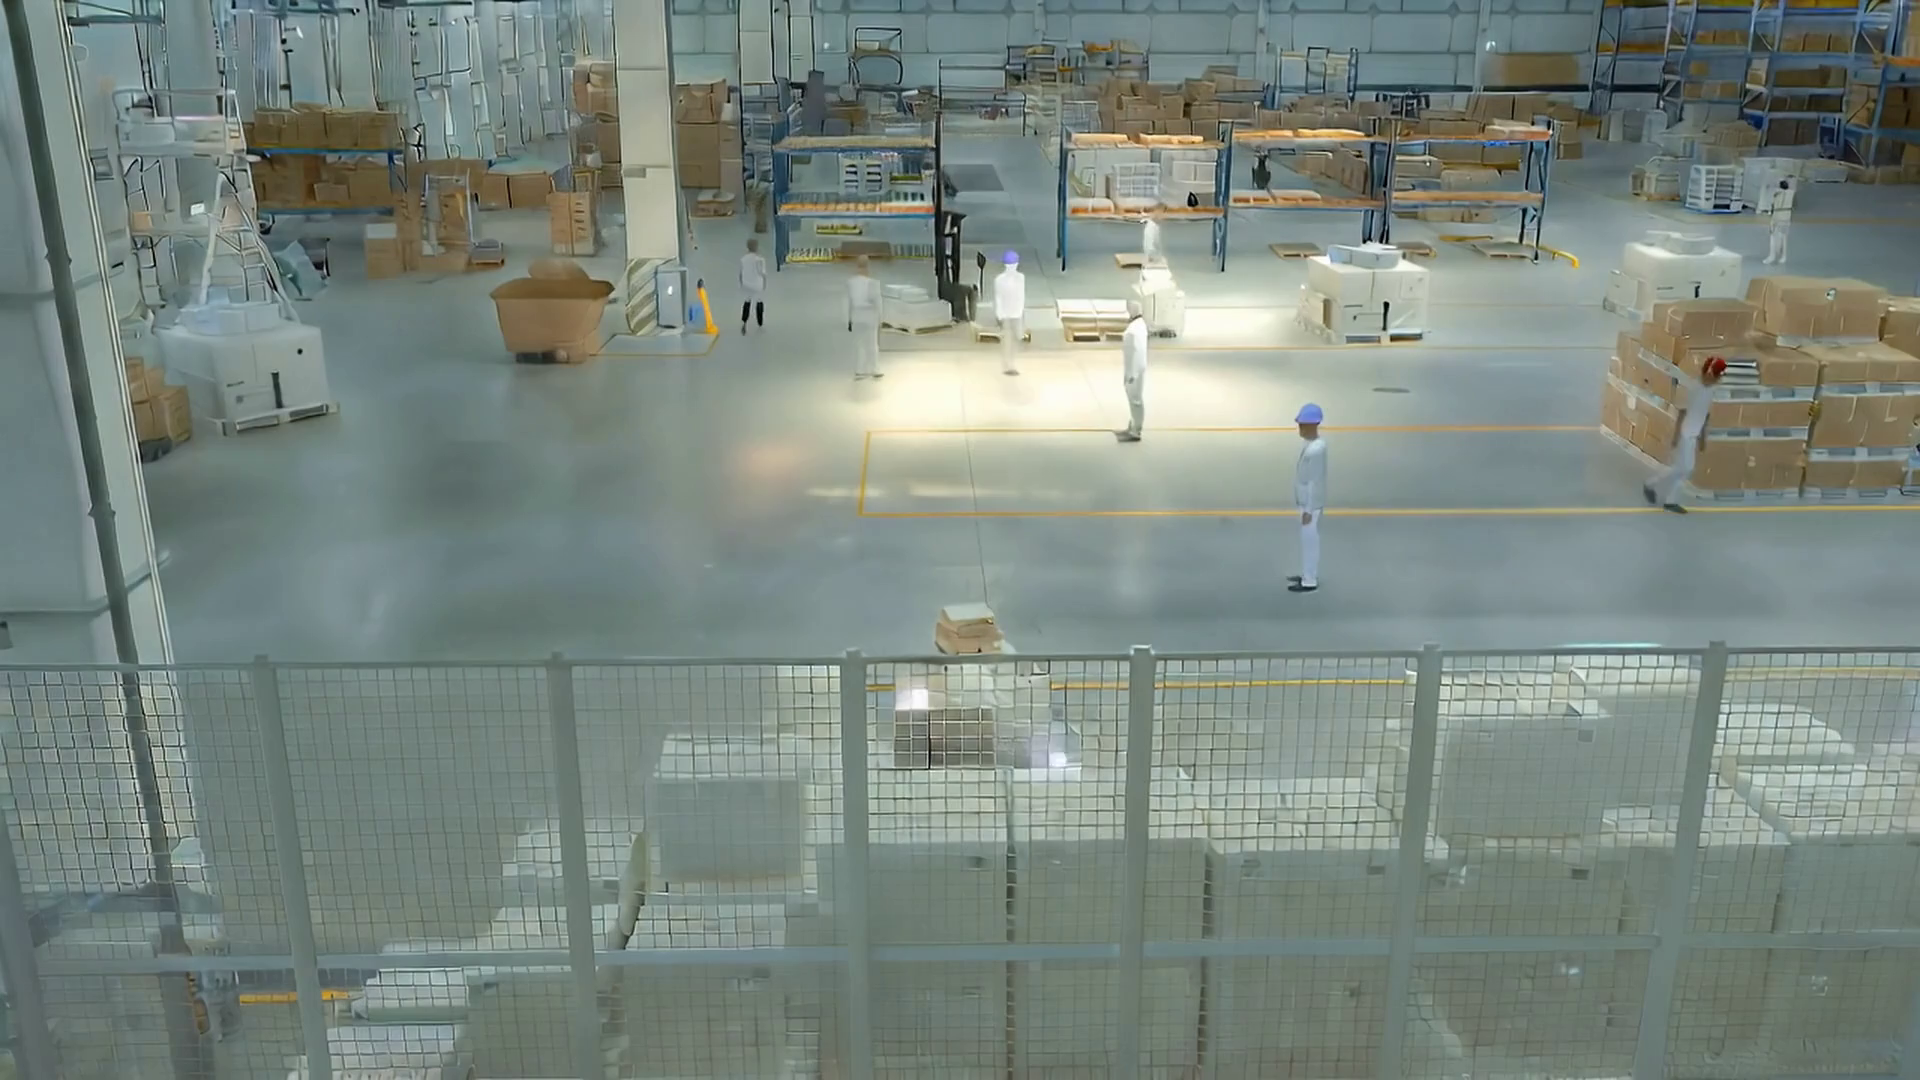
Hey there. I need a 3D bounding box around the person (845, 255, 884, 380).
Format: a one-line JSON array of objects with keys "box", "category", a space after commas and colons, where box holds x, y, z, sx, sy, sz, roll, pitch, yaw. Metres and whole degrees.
[{"box": [-1.456, -3.404, 25.466, 0.609, 1.924, 0.405, 4, 19, 13], "category": "person"}]

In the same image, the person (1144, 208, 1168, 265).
[{"box": [3.680, -5.399, 31.563, 0.527, 1.798, 0.655, 14, 23, 36], "category": "person"}]

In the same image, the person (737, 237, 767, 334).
[{"box": [-3.597, -4.378, 28.706, 0.533, 1.677, 0.675, 3, 19, 8], "category": "person"}]

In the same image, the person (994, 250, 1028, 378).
[{"box": [0.786, -3.470, 25.550, 0.625, 1.978, 0.428, -13, 22, -33], "category": "person"}]

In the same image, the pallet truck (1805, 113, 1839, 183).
[{"box": [26.403, -11.957, 50.702, 0.823, 1.965, 1.885, 6, 19, 16], "category": "pallet truck"}]

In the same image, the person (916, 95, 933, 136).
[{"box": [-1.291, -15.372, 61.016, 0.636, 1.890, 1.033, 10, 21, 27], "category": "person"}]

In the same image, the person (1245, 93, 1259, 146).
[{"box": [10.794, -15.459, 61.233, 0.393, 1.911, 0.584, -4, 19, -13], "category": "person"}]

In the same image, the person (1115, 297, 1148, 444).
[{"box": [2.281, -2.244, 21.980, 0.372, 1.940, 0.631, 0, 19, -1], "category": "person"}]

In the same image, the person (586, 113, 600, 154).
[{"box": [-11.697, -12.776, 53.264, 0.407, 1.922, 0.554, 16, 25, 40], "category": "person"}]

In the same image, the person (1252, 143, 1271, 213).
[{"box": [7.959, -9.584, 43.978, 0.506, 1.802, 0.973, 4, 19, 11], "category": "person"}]

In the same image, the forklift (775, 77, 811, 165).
[{"box": [-5.920, -13.893, 55.085, 1.873, 2.768, 1.129, -1, 19, -1], "category": "forklift"}]

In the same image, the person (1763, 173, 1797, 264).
[{"box": [17.721, -6.946, 35.954, 0.539, 1.929, 0.388, -4, 19, -12], "category": "person"}]

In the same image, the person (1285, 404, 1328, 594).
[{"box": [3.460, -0.412, 16.558, 0.373, 1.928, 0.584, 3, 19, 10], "category": "person"}]

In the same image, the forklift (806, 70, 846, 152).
[{"box": [-5.084, -15.224, 59.033, 1.873, 2.768, 1.129, -10, 21, -26], "category": "forklift"}]

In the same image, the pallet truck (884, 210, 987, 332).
[{"box": [-0.493, -4.759, 29.349, 1.885, 1.965, 0.823, -13, 23, -34], "category": "pallet truck"}]

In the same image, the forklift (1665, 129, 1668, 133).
[{"box": [29.065, -17.654, 66.244, 1.873, 2.768, 1.129, -1, 19, -2], "category": "forklift"}]

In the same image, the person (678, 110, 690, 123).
[{"box": [-8.806, -12.693, 52.981, 0.372, 1.939, 0.631, 6, 20, 18], "category": "person"}]

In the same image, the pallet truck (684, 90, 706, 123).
[{"box": [-9.671, -15.907, 62.421, 0.823, 1.965, 1.885, 5, 19, 15], "category": "pallet truck"}]

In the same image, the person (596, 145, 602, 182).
[{"box": [-10.709, -11.606, 50.259, 0.545, 1.595, 0.824, 7, 20, 19], "category": "person"}]

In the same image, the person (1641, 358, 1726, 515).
[{"box": [8.319, -1.215, 19.099, 0.647, 1.825, 0.557, 17, 25, 41], "category": "person"}]

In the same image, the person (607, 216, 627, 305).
[{"box": [-6.282, -5.306, 31.389, 0.903, 1.717, 0.545, -3, 19, -9], "category": "person"}]

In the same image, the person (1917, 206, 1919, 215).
[{"box": [25.354, -9.247, 43.156, 0.718, 1.662, 0.567, 13, 23, 34], "category": "person"}]

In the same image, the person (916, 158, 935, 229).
[{"box": [-0.848, -8.554, 41.060, 0.542, 1.702, 0.552, -4, 19, -13], "category": "person"}]
